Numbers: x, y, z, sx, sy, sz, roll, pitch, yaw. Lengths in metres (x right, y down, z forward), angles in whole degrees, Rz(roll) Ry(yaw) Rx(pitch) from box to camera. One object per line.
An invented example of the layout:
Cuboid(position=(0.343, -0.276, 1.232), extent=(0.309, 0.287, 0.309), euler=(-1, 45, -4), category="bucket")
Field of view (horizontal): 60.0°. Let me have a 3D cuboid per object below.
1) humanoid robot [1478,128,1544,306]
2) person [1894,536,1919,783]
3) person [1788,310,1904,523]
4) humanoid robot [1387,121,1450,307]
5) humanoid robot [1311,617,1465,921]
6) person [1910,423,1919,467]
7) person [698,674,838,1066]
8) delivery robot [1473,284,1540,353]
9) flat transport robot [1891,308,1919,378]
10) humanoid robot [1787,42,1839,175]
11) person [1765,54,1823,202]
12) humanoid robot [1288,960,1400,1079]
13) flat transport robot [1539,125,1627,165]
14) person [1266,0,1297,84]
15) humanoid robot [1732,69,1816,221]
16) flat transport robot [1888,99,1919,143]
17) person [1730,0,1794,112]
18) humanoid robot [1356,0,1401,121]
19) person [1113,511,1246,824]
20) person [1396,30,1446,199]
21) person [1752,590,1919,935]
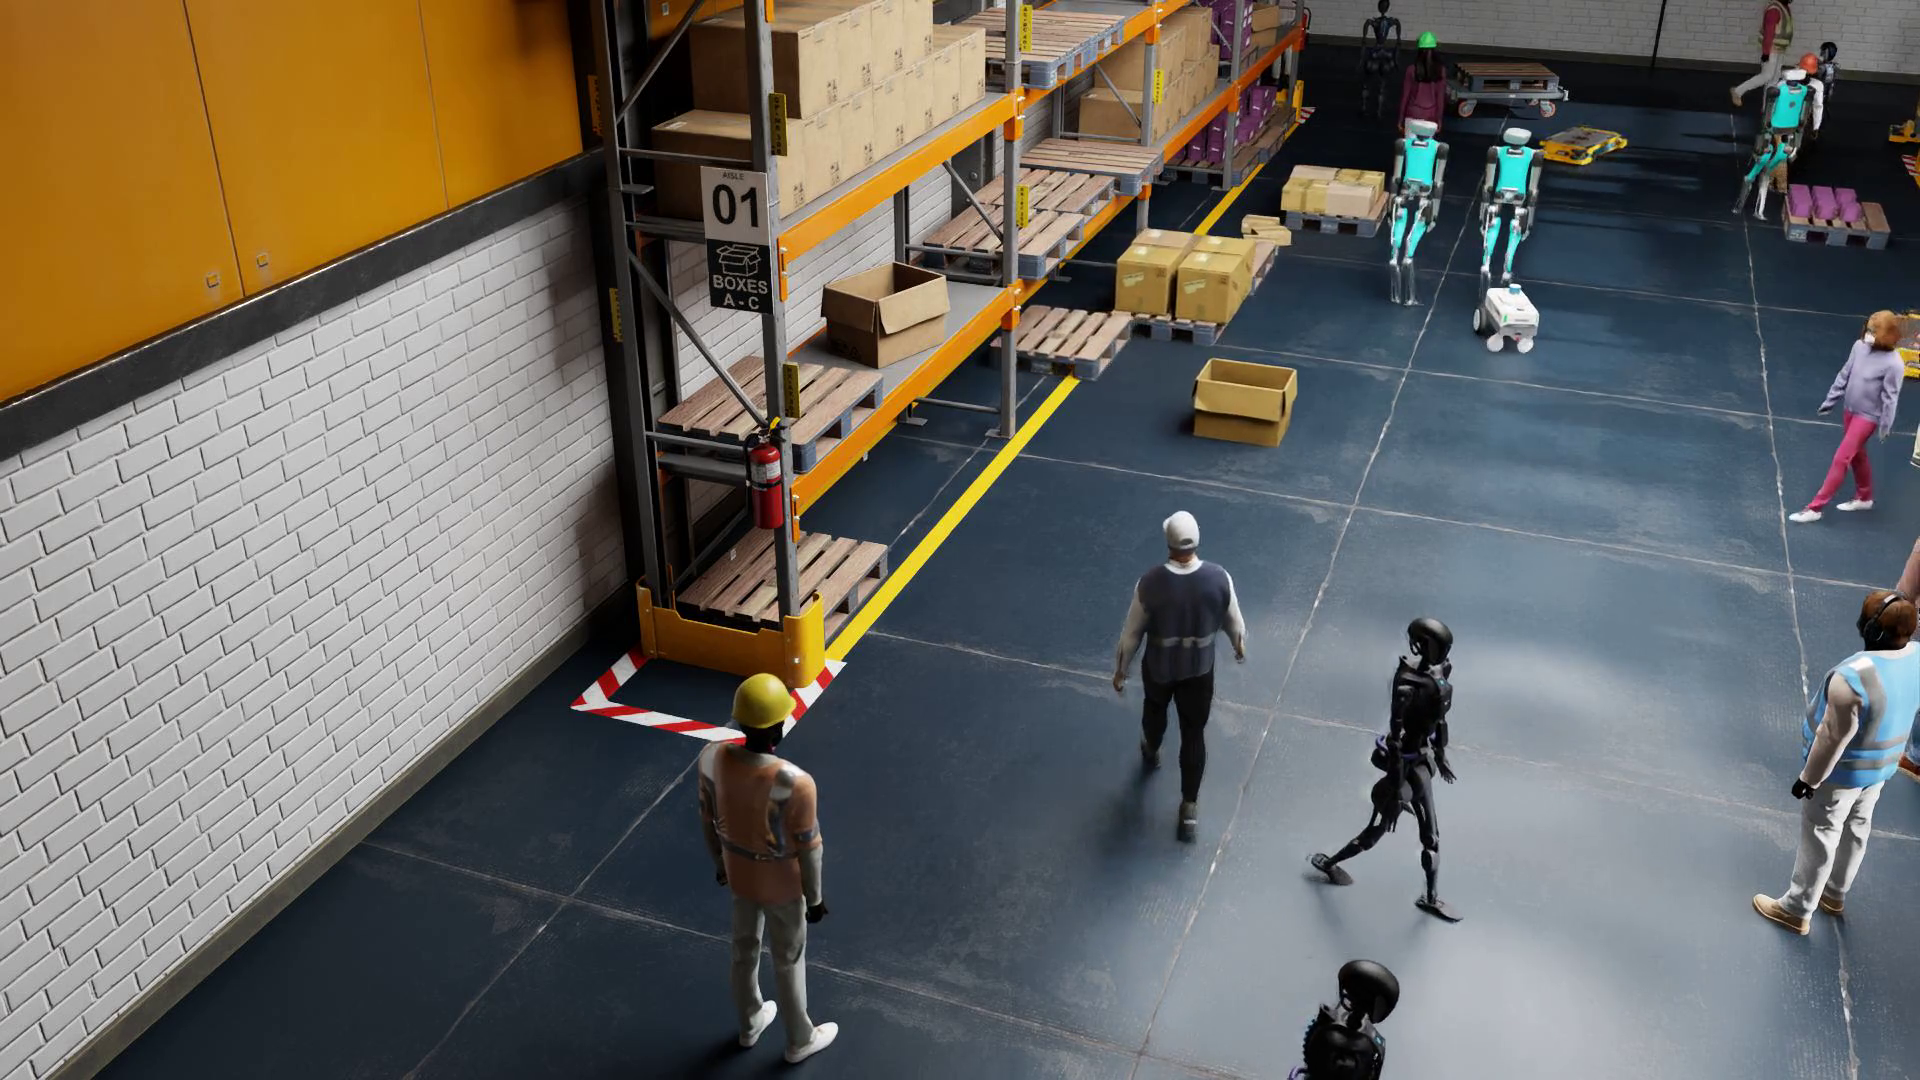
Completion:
Cuboid(position=(5.212, -3.001, 15.972), extent=(0.538, 1.778, 0.768), euler=(11, 29, 21), category="humanoid robot")
Cuboid(position=(5.318, 0.451, 9.035), extent=(0.638, 1.956, 0.439), euler=(-8, 28, -15), category="person")
Cuboid(position=(6.483, -0.896, 12.049), extent=(0.736, 1.601, 0.509), euler=(-3, 27, -5), category="person")
Cuboid(position=(4.355, -3.136, 16.235), extent=(0.551, 1.770, 0.819), euler=(16, 31, 28), category="humanoid robot")
Cuboid(position=(2.167, 1.099, 8.137), extent=(0.770, 1.640, 0.586), euler=(20, 34, 34), category="humanoid robot")
Cuboid(position=(7.732, -1.381, 12.806), extent=(0.561, 1.752, 0.331), euler=(-22, 35, -36), category="person")
Cuboid(position=(-0.830, 1.425, 7.179), extent=(0.587, 1.927, 0.383), euler=(15, 31, 26), category="person")
Cuboid(position=(5.125, -2.090, 15.508), extent=(0.499, 0.609, 0.781), euler=(1, 27, 2), category="delivery robot")
Cuboid(position=(8.823, -1.775, 15.193), extent=(0.659, 0.231, 1.431), euler=(19, 33, 32), category="flat transport robot")
Cuboid(position=(10.537, -5.353, 20.599), extent=(0.618, 1.636, 0.417), euler=(-12, 30, -22), category="humanoid robot")
Cuboid(position=(9.848, -4.873, 19.637), extent=(0.557, 1.696, 0.910), euler=(-3, 27, -5), category="person")
Cuboid(position=(1.250, 2.170, 6.092), extent=(0.832, 1.620, 0.591), euler=(8, 28, 14), category="humanoid robot")
Cuboid(position=(8.137, -5.170, 21.780), extent=(0.659, 0.231, 1.431), euler=(22, 35, 36), category="flat transport robot")
Cuboid(position=(4.913, -7.955, 25.398), extent=(0.637, 1.922, 0.461), euler=(-12, 30, -22), category="person")
Cuboid(position=(9.157, -4.447, 18.887), extent=(0.542, 1.890, 0.804), euler=(-1, 27, -1), category="humanoid robot")
Cuboid(position=(13.241, -5.409, 22.242), extent=(1.431, 0.231, 0.659), euler=(13, 30, 24), category="flat transport robot")
Cuboid(position=(11.482, -6.980, 23.593), extent=(0.665, 1.821, 0.631), euler=(21, 34, 34), category="person")
Cuboid(position=(5.874, -6.754, 23.319), extent=(0.610, 1.641, 0.508), euler=(-1, 27, -2), category="humanoid robot")
Cuboid(position=(1.194, 0.645, 8.921), extent=(0.737, 1.713, 0.914), euler=(1, 27, 2), category="person")
Cuboid(position=(5.438, -5.034, 19.698), extent=(0.527, 1.931, 0.542), euler=(1, 27, 2), category="person")
Cuboid(position=(4.241, 1.064, 7.972), extent=(0.625, 1.843, 0.429), euler=(-14, 30, -25), category="person")
